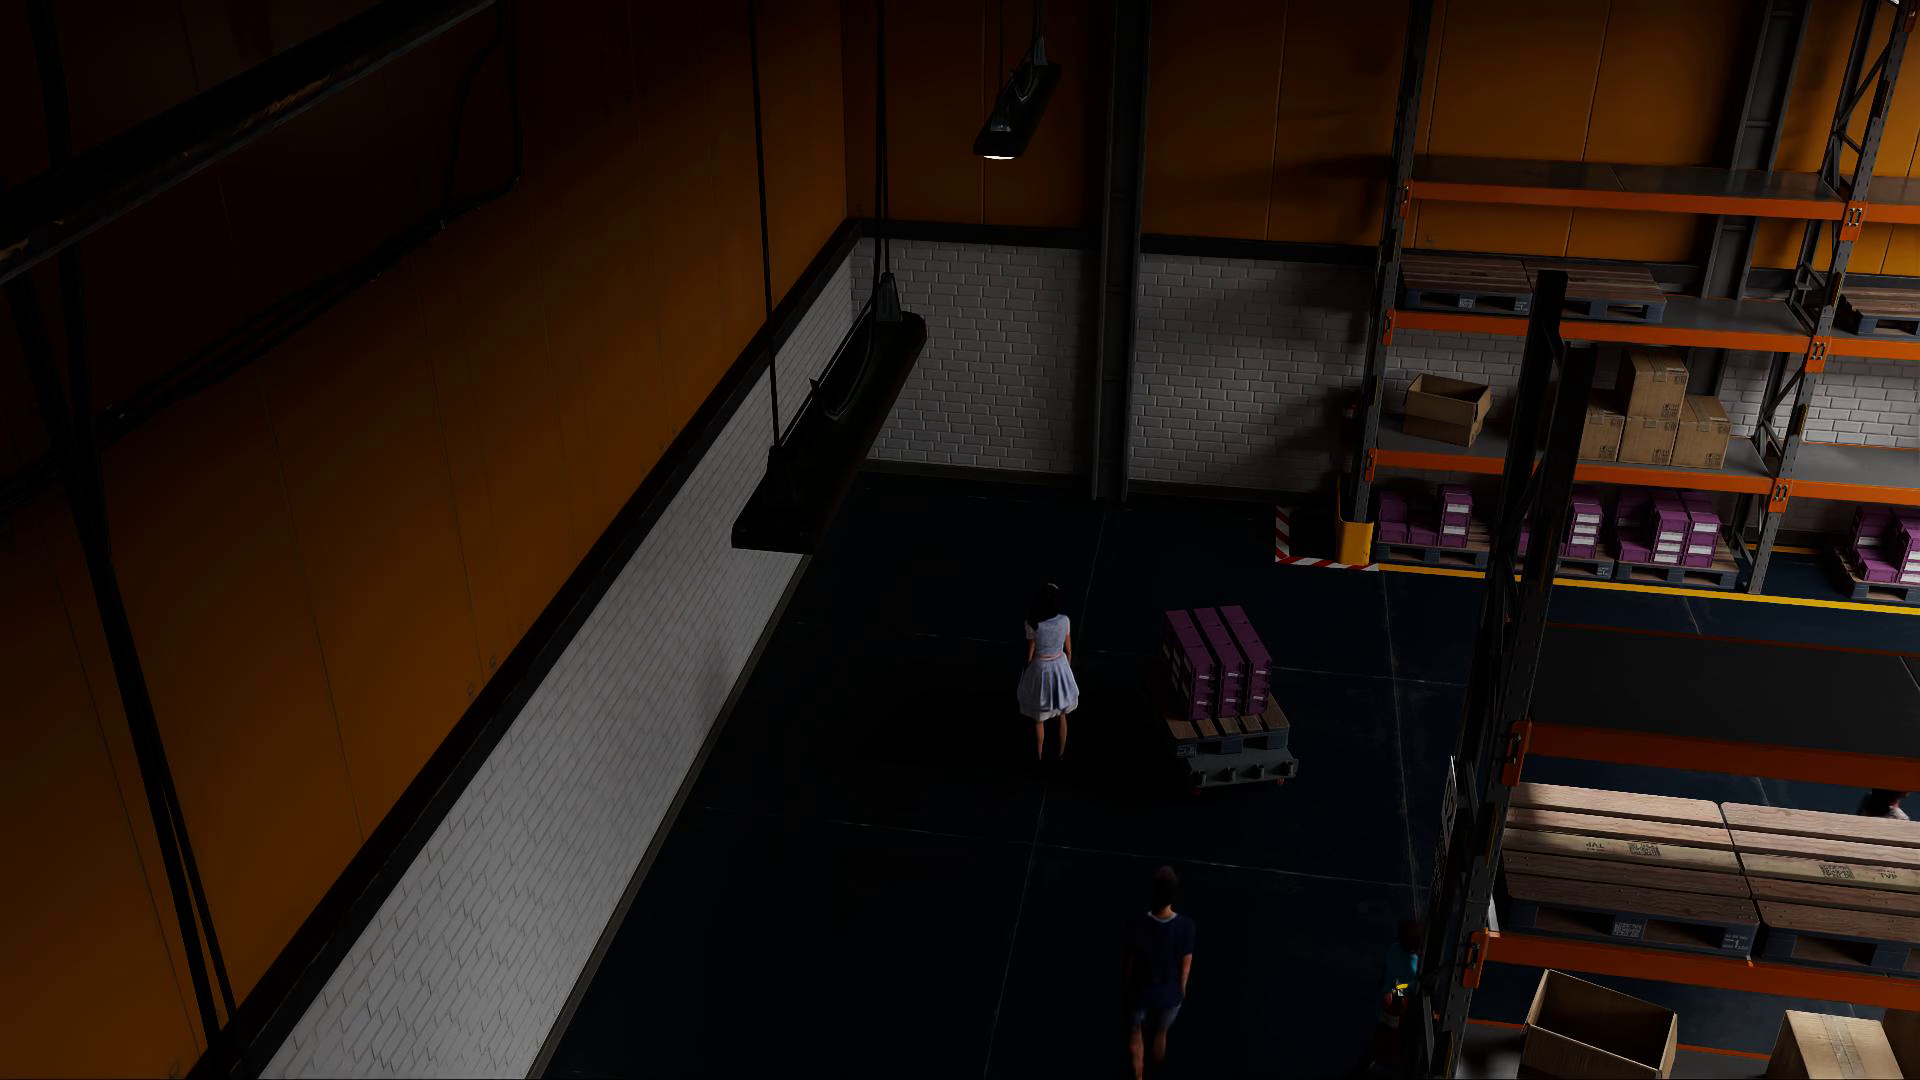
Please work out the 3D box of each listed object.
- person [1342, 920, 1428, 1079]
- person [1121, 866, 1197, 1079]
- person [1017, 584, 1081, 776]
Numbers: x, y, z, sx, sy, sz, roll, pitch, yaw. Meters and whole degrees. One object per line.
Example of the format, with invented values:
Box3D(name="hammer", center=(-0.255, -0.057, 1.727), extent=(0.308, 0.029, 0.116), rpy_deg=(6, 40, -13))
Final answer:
Box3D(name="person", center=(2.785, 3.082, 10.884), extent=(1.024, 1.410, 0.709), rpy_deg=(-3, 29, -6))
Box3D(name="person", center=(1.258, 2.948, 10.689), extent=(0.712, 1.831, 0.700), rpy_deg=(2, 29, 3))
Box3D(name="person", center=(0.736, 1.171, 13.961), extent=(0.775, 1.819, 0.861), rpy_deg=(-5, 29, -9))
